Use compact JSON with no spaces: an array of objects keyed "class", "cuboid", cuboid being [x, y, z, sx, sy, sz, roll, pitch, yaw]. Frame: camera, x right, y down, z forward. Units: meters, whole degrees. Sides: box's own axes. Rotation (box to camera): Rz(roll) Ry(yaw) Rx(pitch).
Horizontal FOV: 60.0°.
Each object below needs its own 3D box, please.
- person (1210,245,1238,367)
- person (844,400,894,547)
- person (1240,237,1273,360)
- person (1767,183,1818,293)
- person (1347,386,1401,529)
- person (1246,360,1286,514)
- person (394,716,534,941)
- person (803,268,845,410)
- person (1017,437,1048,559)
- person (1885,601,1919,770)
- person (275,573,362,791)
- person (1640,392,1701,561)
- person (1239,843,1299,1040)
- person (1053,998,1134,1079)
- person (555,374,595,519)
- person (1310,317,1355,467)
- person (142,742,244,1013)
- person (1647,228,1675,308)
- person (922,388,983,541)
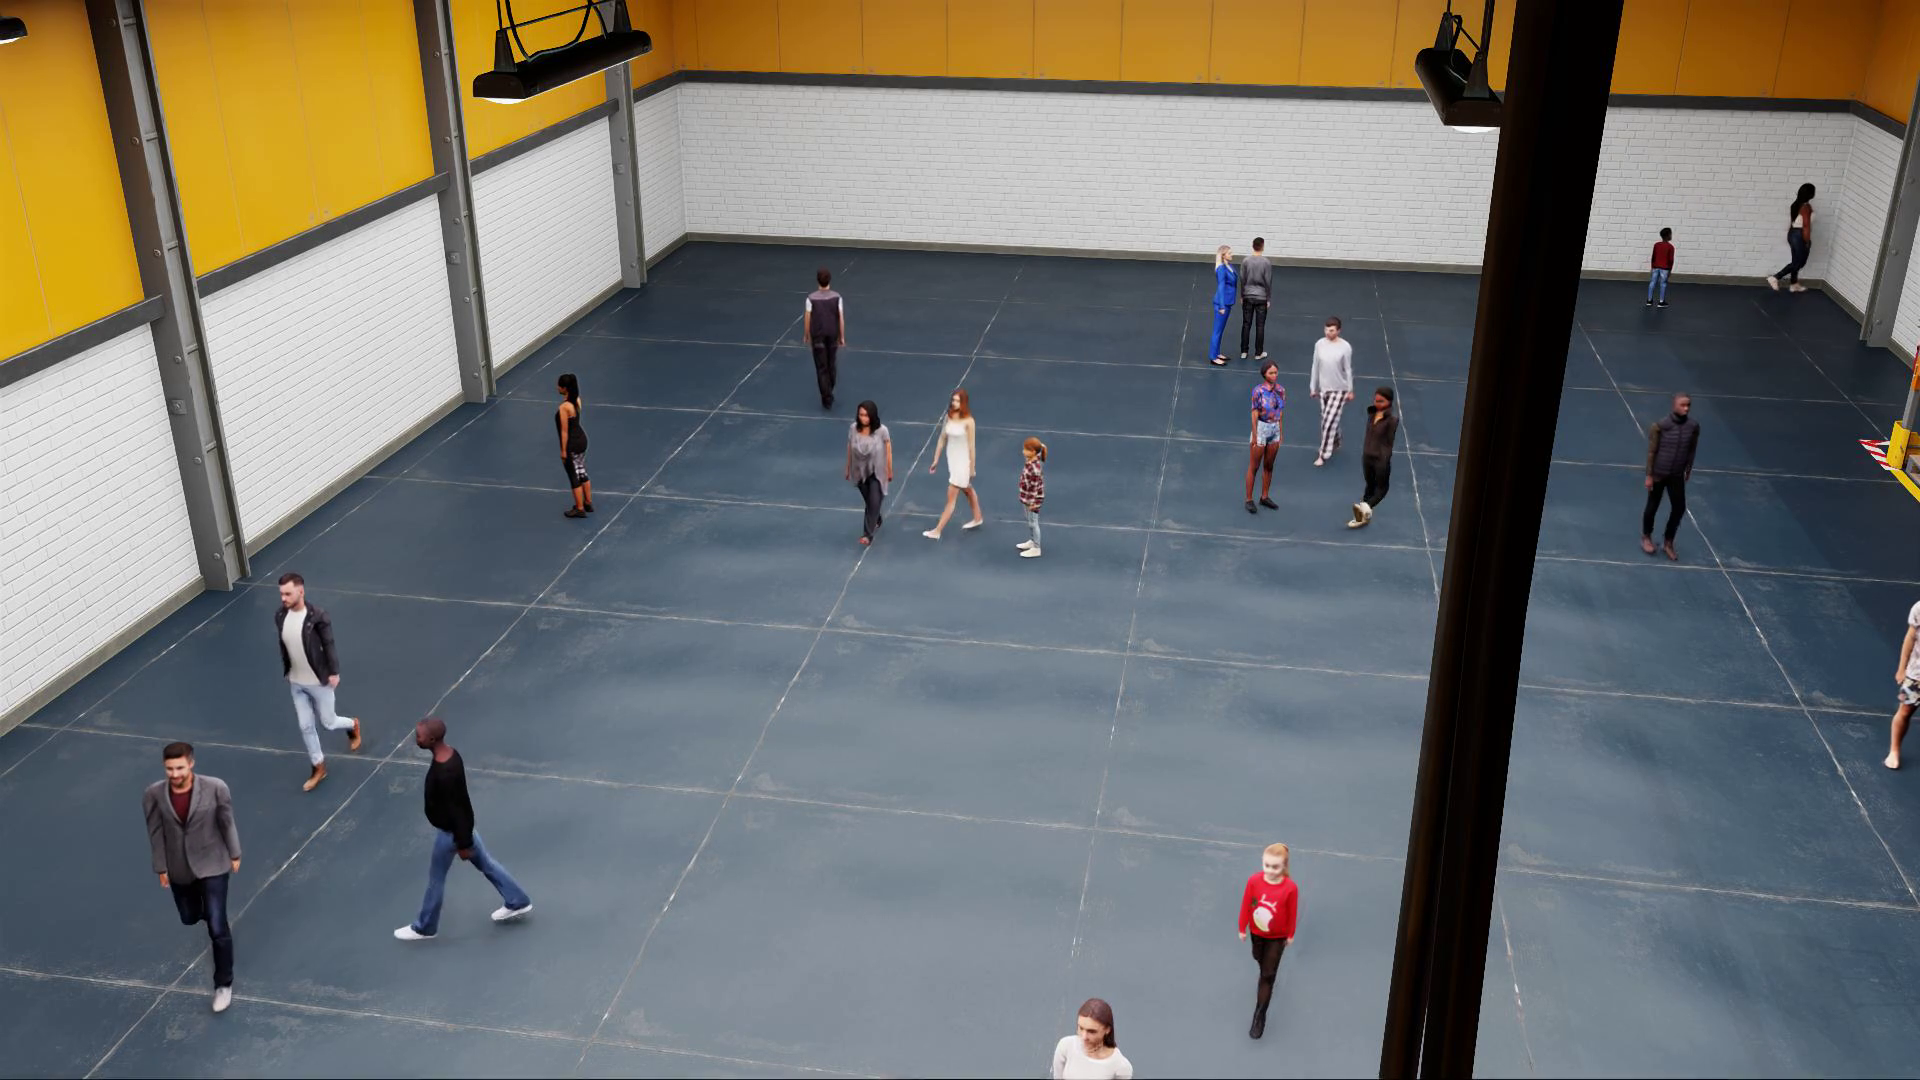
[{"class":"person","cuboid":[3.724,-3.355,23.681,0.713,1.700,0.537,8,25,18]},{"class":"person","cuboid":[-0.937,-0.767,17.930,0.781,1.565,1.075,10,25,21]},{"class":"person","cuboid":[4.243,-3.475,23.881,0.665,1.761,0.615,10,25,21]},{"class":"person","cuboid":[13.588,-4.880,27.056,0.774,1.793,0.925,1,24,3]},{"class":"person","cuboid":[4.431,-0.861,18.027,0.901,1.659,0.855,-20,31,-39]},{"class":"person","cuboid":[3.419,-1.173,18.638,0.667,1.742,0.696,-11,26,-23]},{"class":"person","cuboid":[-3.391,1.981,11.471,1.019,1.702,1.190,-6,24,-14]},{"class":"person","cuboid":[-1.760,-2.618,21.848,0.968,1.819,1.152,-8,25,-18]},{"class":"person","cuboid":[0.771,-0.469,17.572,0.636,1.305,0.514,-2,24,-5]},{"class":"person","cuboid":[7.908,1.028,13.517,0.702,1.812,0.626,8,25,17]},{"class":"person","cuboid":[-5.176,1.082,13.386,0.683,1.816,0.938,5,24,12]},{"class":"person","cuboid":[7.407,-0.723,17.512,0.769,1.818,0.813,1,24,2]},{"class":"person","cuboid":[2.014,2.514,10.811,0.644,1.256,0.963,10,25,21]},{"class":"person","cuboid":[0.681,3.138,8.842,0.641,1.688,0.607,9,25,21]},{"class":"person","cuboid":[-4.290,-1.061,18.479,0.624,1.664,0.442,3,24,8]},{"class":"person","cuboid":[4.528,-1.832,20.075,0.993,1.798,1.144,21,31,40]},{"class":"person","cuboid":[-5.022,2.120,10.975,0.945,1.846,1.240,-4,24,-9]},{"class":"person","cuboid":[11.186,-4.352,26.520,0.631,1.253,0.588,-20,31,-38]},{"class":"person","cuboid":[0.064,-0.840,17.981,1.163,1.659,1.045,-18,29,-35]}]
